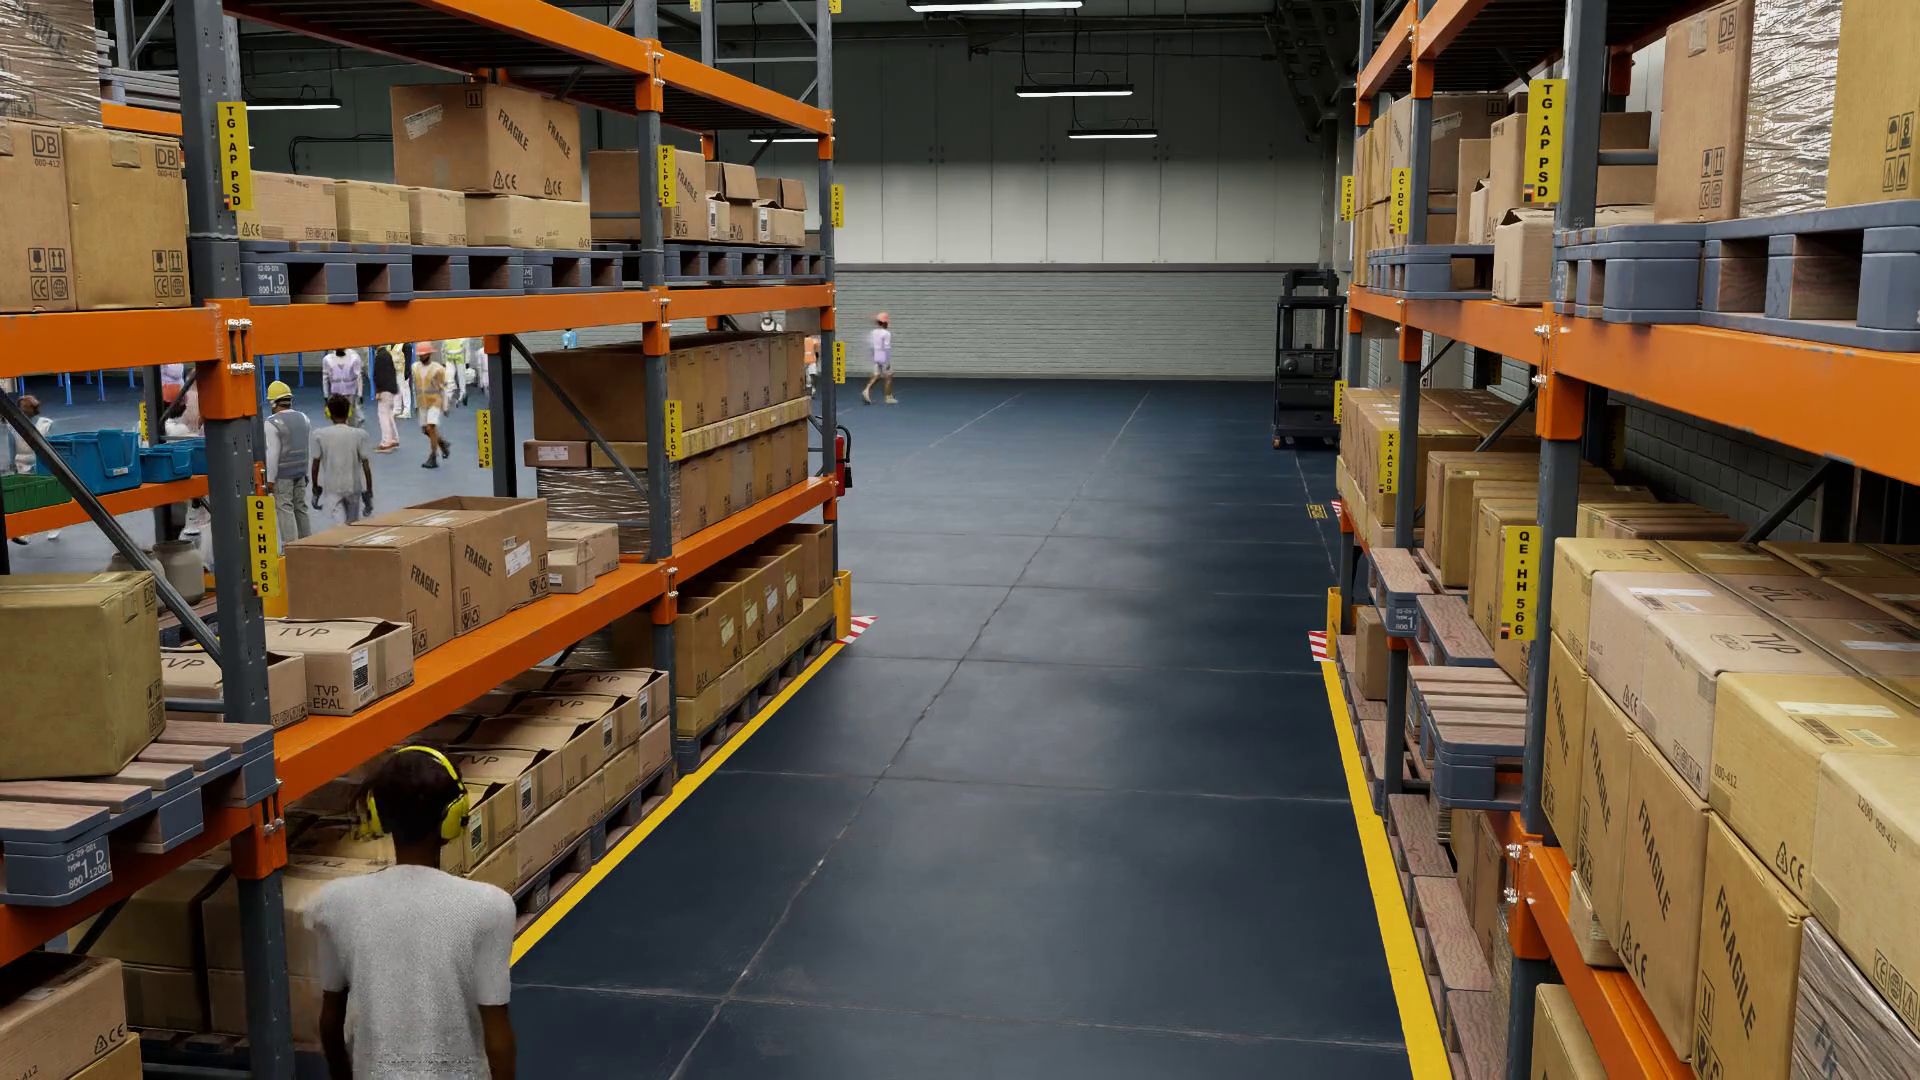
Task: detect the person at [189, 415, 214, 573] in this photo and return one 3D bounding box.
[{"bbox_3d":[-7.338,-0.488,16.215,0.534,1.590,0.807,0,9,-1],"label":"person"}]

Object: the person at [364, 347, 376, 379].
[{"bbox_3d":[-15.728,-5.116,44.638,0.345,1.619,0.526,6,11,34],"label":"person"}]

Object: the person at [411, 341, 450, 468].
[{"bbox_3d":[-7.887,-2.051,24.895,0.582,1.905,0.738,3,10,16],"label":"person"}]

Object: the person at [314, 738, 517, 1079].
[{"bbox_3d":[-1.292,1.374,4.041,0.545,1.812,0.972,0,9,3],"label":"person"}]

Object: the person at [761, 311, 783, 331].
[{"bbox_3d":[-4.606,-4.564,40.095,0.709,2.000,0.812,-1,9,-8],"label":"person"}]

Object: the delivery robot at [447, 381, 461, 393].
[{"bbox_3d":[-10.951,-3.321,35.912,0.335,0.223,0.698,-1,9,-6],"label":"delivery robot"}]

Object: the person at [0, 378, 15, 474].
[{"bbox_3d":[-13.776,-1.909,23.939,0.645,1.920,0.731,6,11,34],"label":"person"}]

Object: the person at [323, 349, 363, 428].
[{"bbox_3d":[-10.010,-2.391,26.998,0.619,1.904,0.554,-3,10,-15],"label":"person"}]

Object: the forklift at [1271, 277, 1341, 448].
[{"bbox_3d":[5.847,-3.016,27.970,1.129,2.768,1.873,1,9,9],"label":"forklift"}]

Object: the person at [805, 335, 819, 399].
[{"bbox_3d":[-3.481,-4.076,38.111,0.529,1.672,0.817,-2,9,-11],"label":"person"}]

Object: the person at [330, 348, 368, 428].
[{"bbox_3d":[-11.270,-2.910,30.545,0.596,1.801,0.916,6,11,32],"label":"person"}]

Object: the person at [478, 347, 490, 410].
[{"bbox_3d":[-8.290,-2.806,29.516,0.544,1.920,0.584,1,9,9],"label":"person"}]

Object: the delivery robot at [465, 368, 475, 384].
[{"bbox_3d":[-12.476,-4.198,42.123,0.477,0.478,0.707,-2,9,-11],"label":"delivery robot"}]

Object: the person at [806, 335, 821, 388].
[{"bbox_3d":[-3.705,-4.573,41.341,0.529,1.601,0.818,-8,12,-40],"label":"person"}]

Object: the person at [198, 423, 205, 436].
[{"bbox_3d":[-6.392,-0.421,14.737,0.373,1.937,0.629,5,10,27],"label":"person"}]

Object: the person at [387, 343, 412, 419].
[{"bbox_3d":[-11.146,-3.334,33.008,0.623,1.839,0.429,6,11,34],"label":"person"}]

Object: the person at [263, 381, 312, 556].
[{"bbox_3d":[-6.715,-0.665,16.567,0.404,1.828,0.600,3,10,17],"label":"person"}]

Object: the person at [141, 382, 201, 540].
[{"bbox_3d":[-7.180,-0.486,15.186,0.552,1.910,0.411,5,11,30],"label":"person"}]

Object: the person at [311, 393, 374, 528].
[{"bbox_3d":[-5.610,-0.414,15.099,0.501,1.818,1.003,-5,11,-30],"label":"person"}]

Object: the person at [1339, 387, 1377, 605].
[{"bbox_3d":[3.423,-0.287,13.815,0.609,1.964,0.367,-3,10,-15],"label":"person"}]

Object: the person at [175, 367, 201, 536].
[{"bbox_3d":[-8.289,-0.951,18.227,0.716,1.865,0.663,9,13,43],"label":"person"}]

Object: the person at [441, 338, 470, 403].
[{"bbox_3d":[-11.175,-3.931,36.807,0.657,1.791,0.942,0,9,-3],"label":"person"}]

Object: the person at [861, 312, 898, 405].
[{"bbox_3d":[-1.760,-3.952,36.281,0.893,2.015,0.617,-9,13,-43],"label":"person"}]

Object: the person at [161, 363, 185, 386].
[{"bbox_3d":[-14.394,-2.910,30.351,0.979,1.860,0.657,3,10,19],"label":"person"}]

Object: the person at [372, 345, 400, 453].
[{"bbox_3d":[-9.389,-2.433,27.083,0.441,1.966,0.696,-2,9,-10],"label":"person"}]

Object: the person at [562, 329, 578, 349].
[{"bbox_3d":[-9.642,-4.580,41.122,0.318,1.697,0.535,3,10,19],"label":"person"}]

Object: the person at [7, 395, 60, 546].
[{"bbox_3d":[-9.921,-0.752,17.817,0.520,1.587,0.879,-2,9,-10],"label":"person"}]
